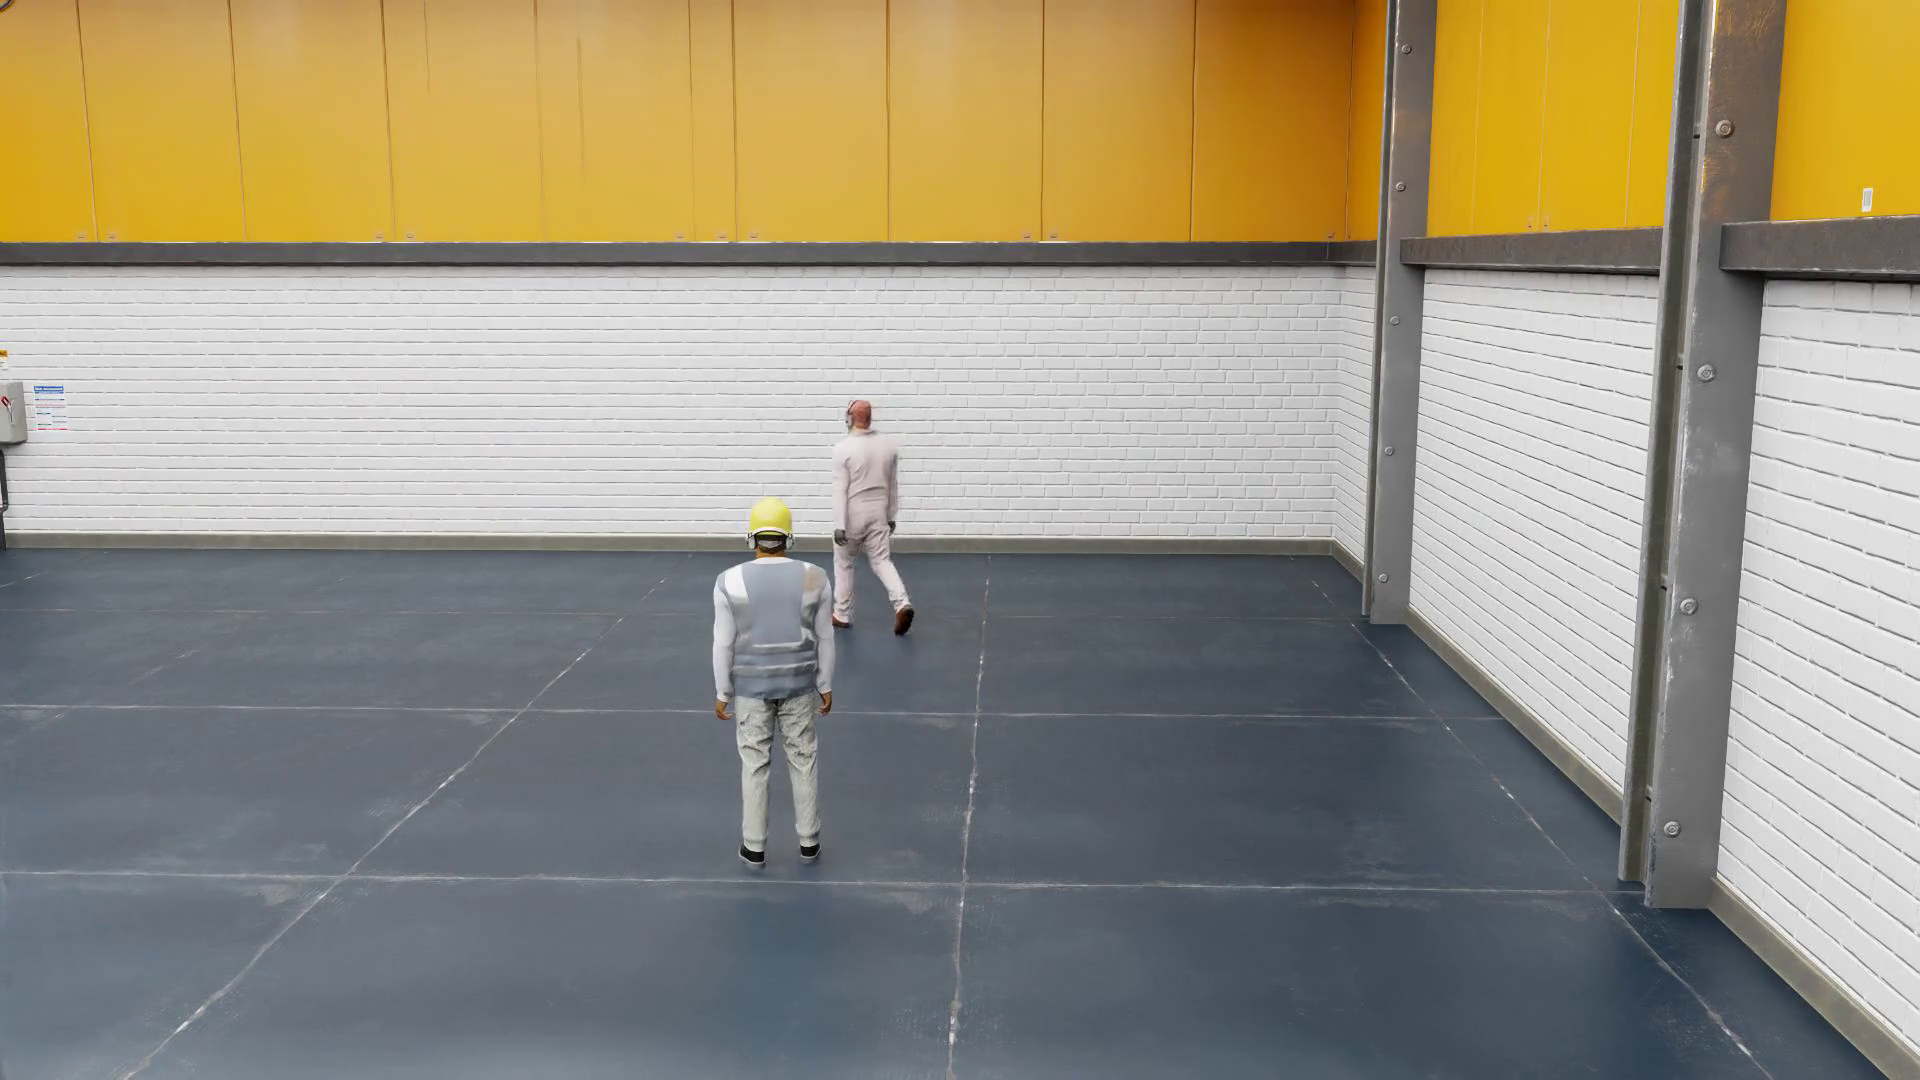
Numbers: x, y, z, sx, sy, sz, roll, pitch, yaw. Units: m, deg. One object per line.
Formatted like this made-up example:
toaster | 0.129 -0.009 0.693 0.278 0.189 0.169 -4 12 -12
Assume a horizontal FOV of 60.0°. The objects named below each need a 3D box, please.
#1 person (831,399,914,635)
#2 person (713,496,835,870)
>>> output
person | -0.731 -0.182 13.207 0.653 1.879 0.886 -8 13 -39
person | -0.913 0.699 8.159 0.601 1.830 0.403 -3 10 -14
